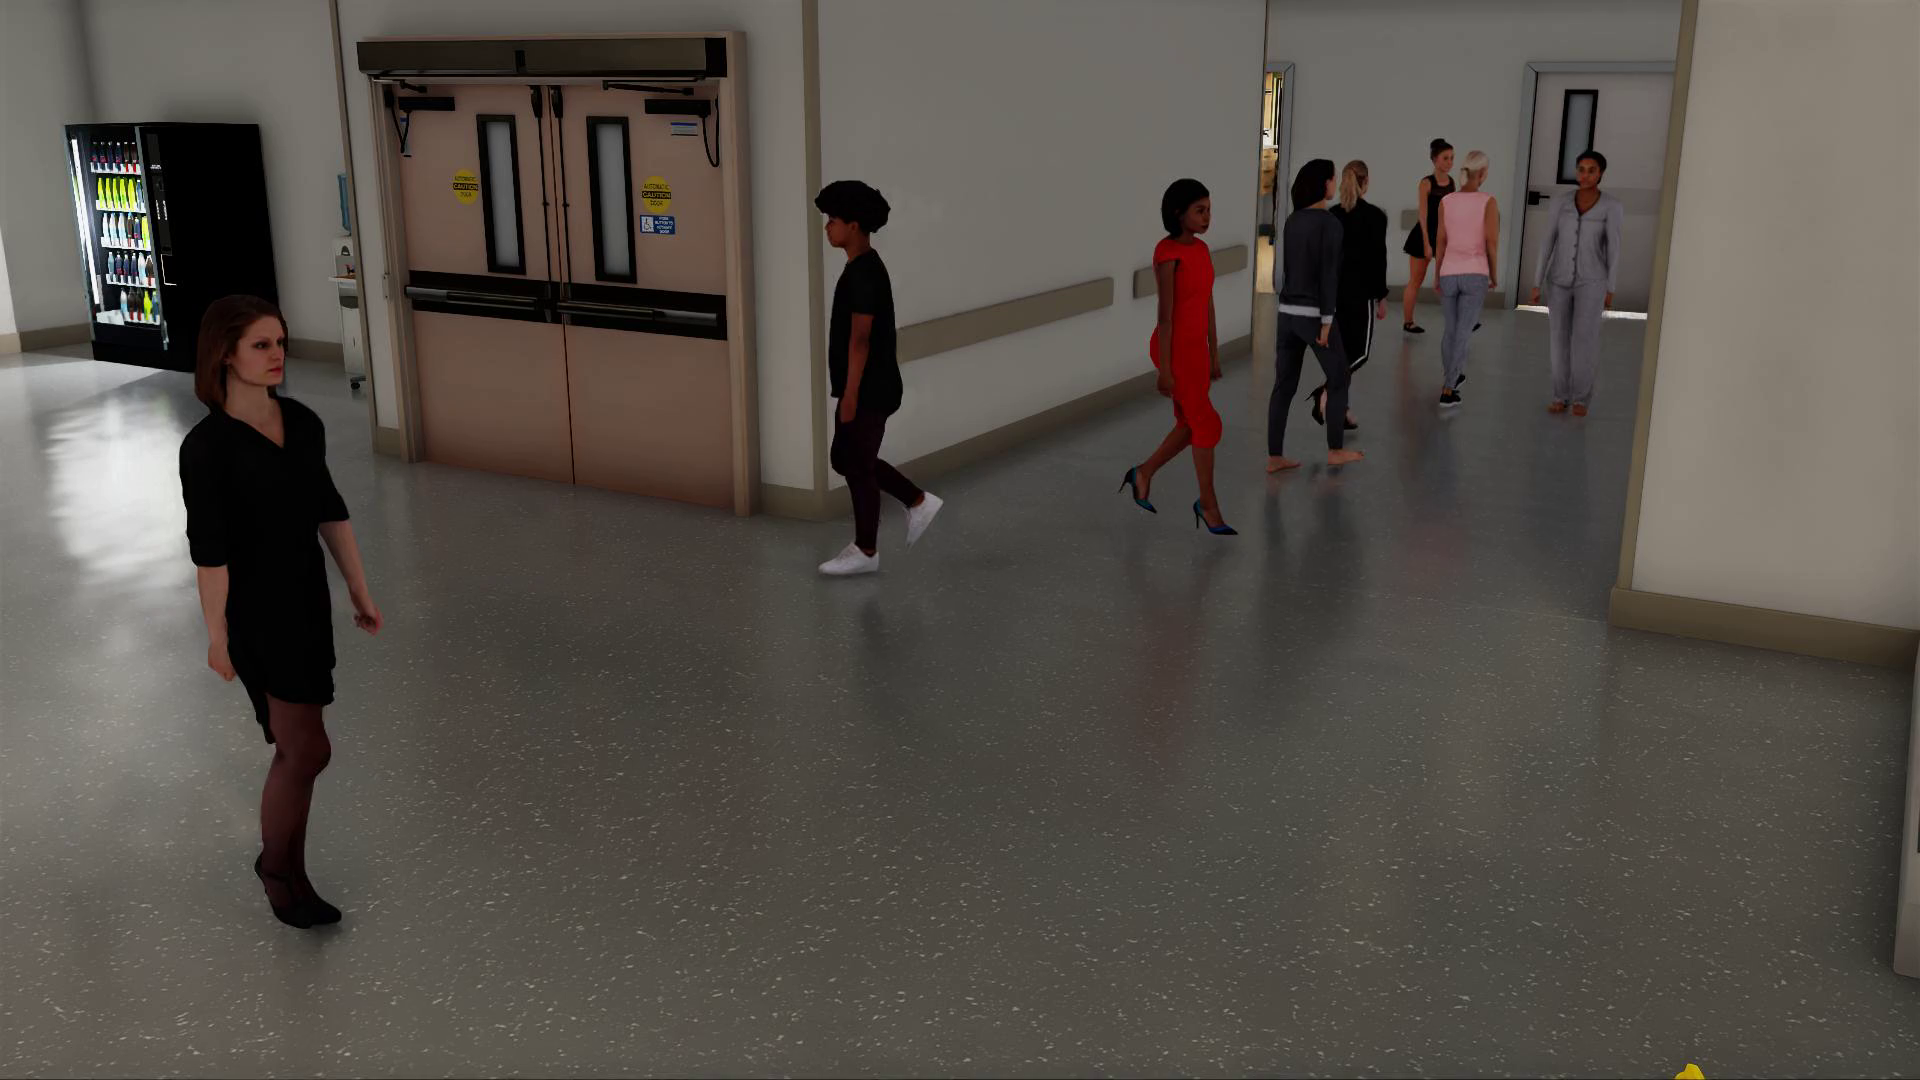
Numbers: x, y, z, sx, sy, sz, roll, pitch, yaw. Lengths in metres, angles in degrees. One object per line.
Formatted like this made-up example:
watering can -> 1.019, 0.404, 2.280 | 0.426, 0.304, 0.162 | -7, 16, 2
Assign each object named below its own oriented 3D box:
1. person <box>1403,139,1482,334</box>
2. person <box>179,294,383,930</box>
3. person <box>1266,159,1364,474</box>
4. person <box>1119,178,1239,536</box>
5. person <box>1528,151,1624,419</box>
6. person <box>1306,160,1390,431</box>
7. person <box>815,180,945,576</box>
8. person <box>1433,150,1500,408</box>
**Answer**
person -> 3.992, -2.562, 14.250 | 0.952, 1.647, 1.111 | -8, 18, -26
person -> -1.833, 0.213, 4.321 | 0.633, 1.694, 0.648 | 5, 16, 17
person -> 1.889, -1.230, 9.337 | 0.839, 1.750, 0.859 | -13, 20, -38
person -> 1.039, -0.854, 8.087 | 0.863, 1.704, 0.639 | 10, 19, 32
person -> 4.138, -1.713, 11.104 | 0.640, 1.720, 0.746 | 12, 20, 36
person -> 2.381, -1.468, 10.291 | 0.834, 1.691, 0.910 | -13, 20, -39
person -> -0.355, -0.706, 7.454 | 0.963, 1.762, 0.890 | -3, 16, -9
person -> 3.367, -1.730, 11.214 | 0.890, 1.693, 0.668 | 11, 19, 35
